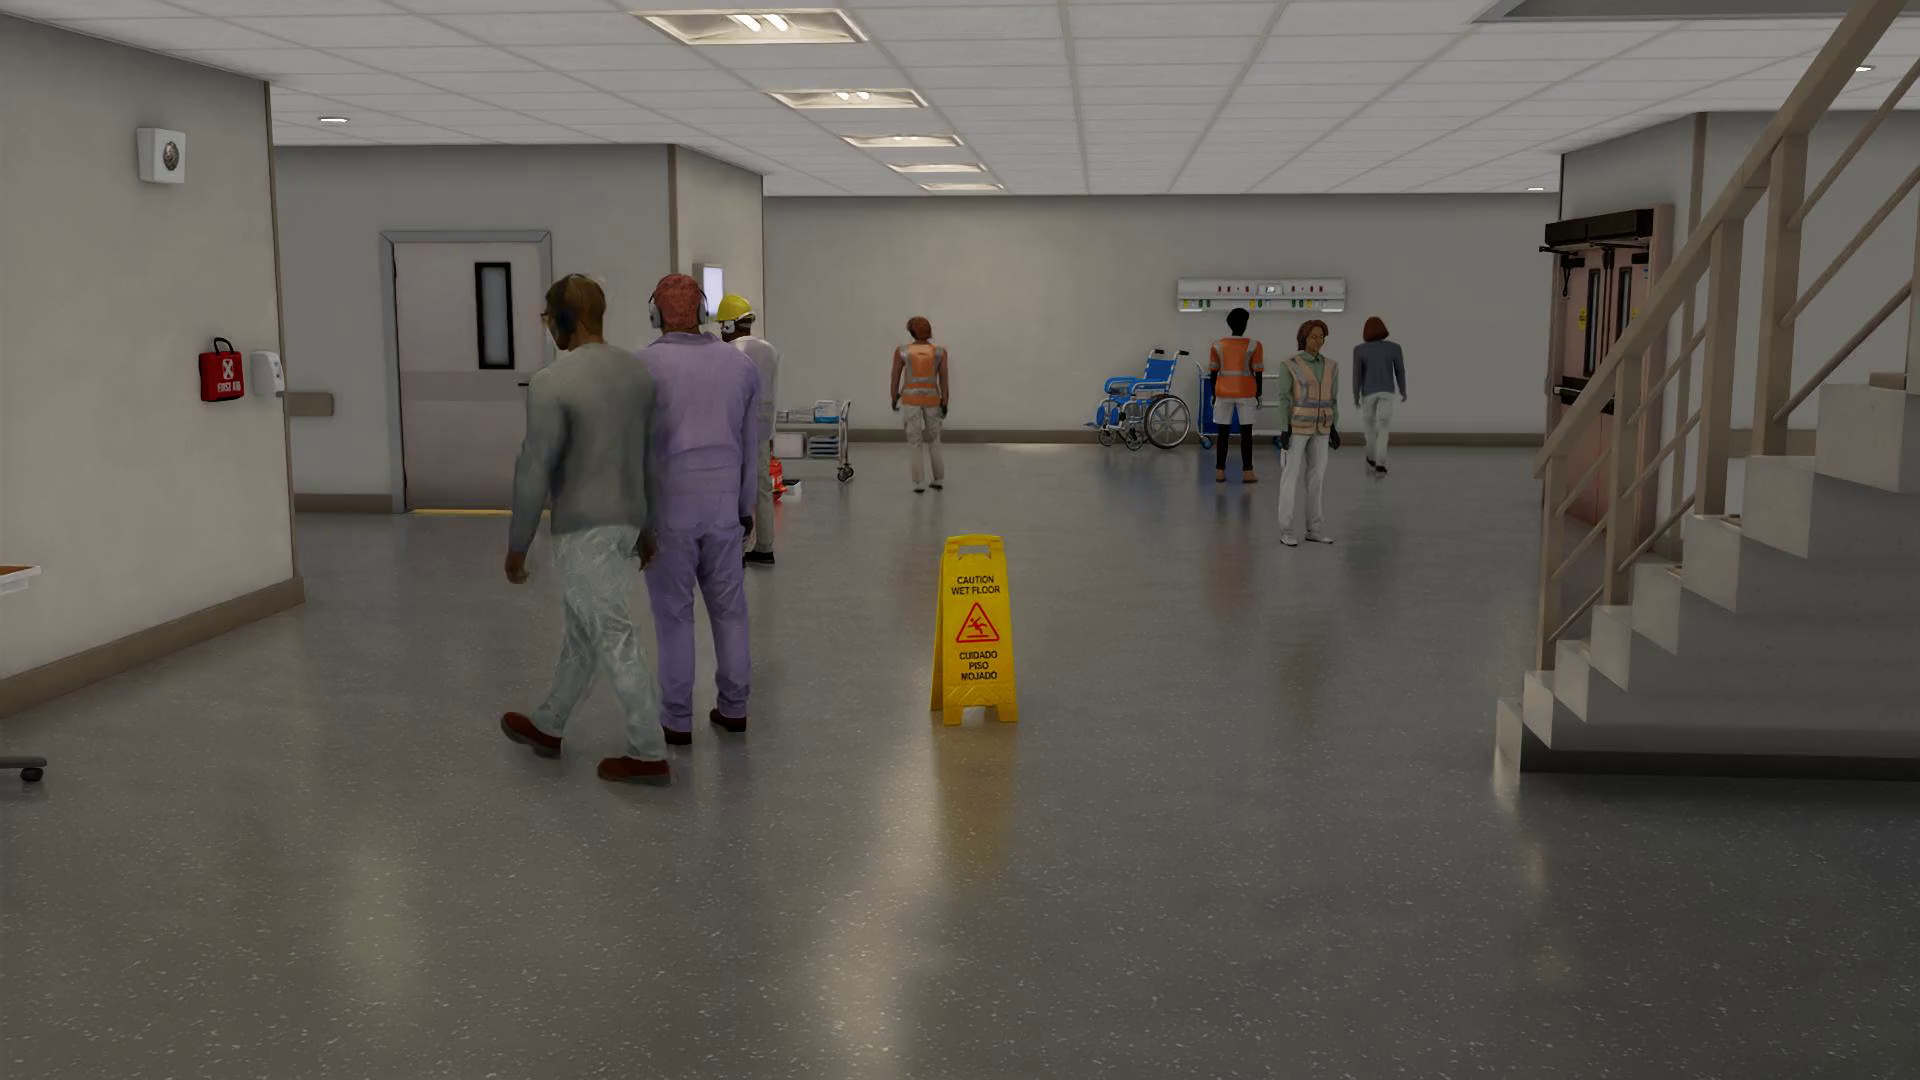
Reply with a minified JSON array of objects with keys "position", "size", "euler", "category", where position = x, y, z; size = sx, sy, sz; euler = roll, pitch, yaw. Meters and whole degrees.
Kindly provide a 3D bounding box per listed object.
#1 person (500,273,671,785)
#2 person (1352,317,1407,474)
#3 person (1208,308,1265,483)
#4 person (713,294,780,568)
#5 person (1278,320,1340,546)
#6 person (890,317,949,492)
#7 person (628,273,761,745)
[{"position":[-1.455,-0.041,6.247],"size":[0.915,1.888,0.644],"euler":[4,9,24],"category":"person"},{"position":[4.317,-1.495,17.152],"size":[0.540,1.589,0.847],"euler":[2,9,16],"category":"person"},{"position":[2.673,-1.393,16.091],"size":[0.542,1.697,0.316],"euler":[3,9,20],"category":"person"},{"position":[-1.456,-0.717,11.091],"size":[0.403,1.824,0.590],"euler":[6,10,37],"category":"person"},{"position":[2.534,-0.778,12.108],"size":[0.514,1.642,0.310],"euler":[-4,9,-23],"category":"person"},{"position":[-0.377,-1.252,15.403],"size":[0.534,1.615,0.548],"euler":[-1,8,-10],"category":"person"},{"position":[-1.122,-0.125,6.783],"size":[0.643,1.905,0.399],"euler":[-7,11,-40],"category":"person"}]
